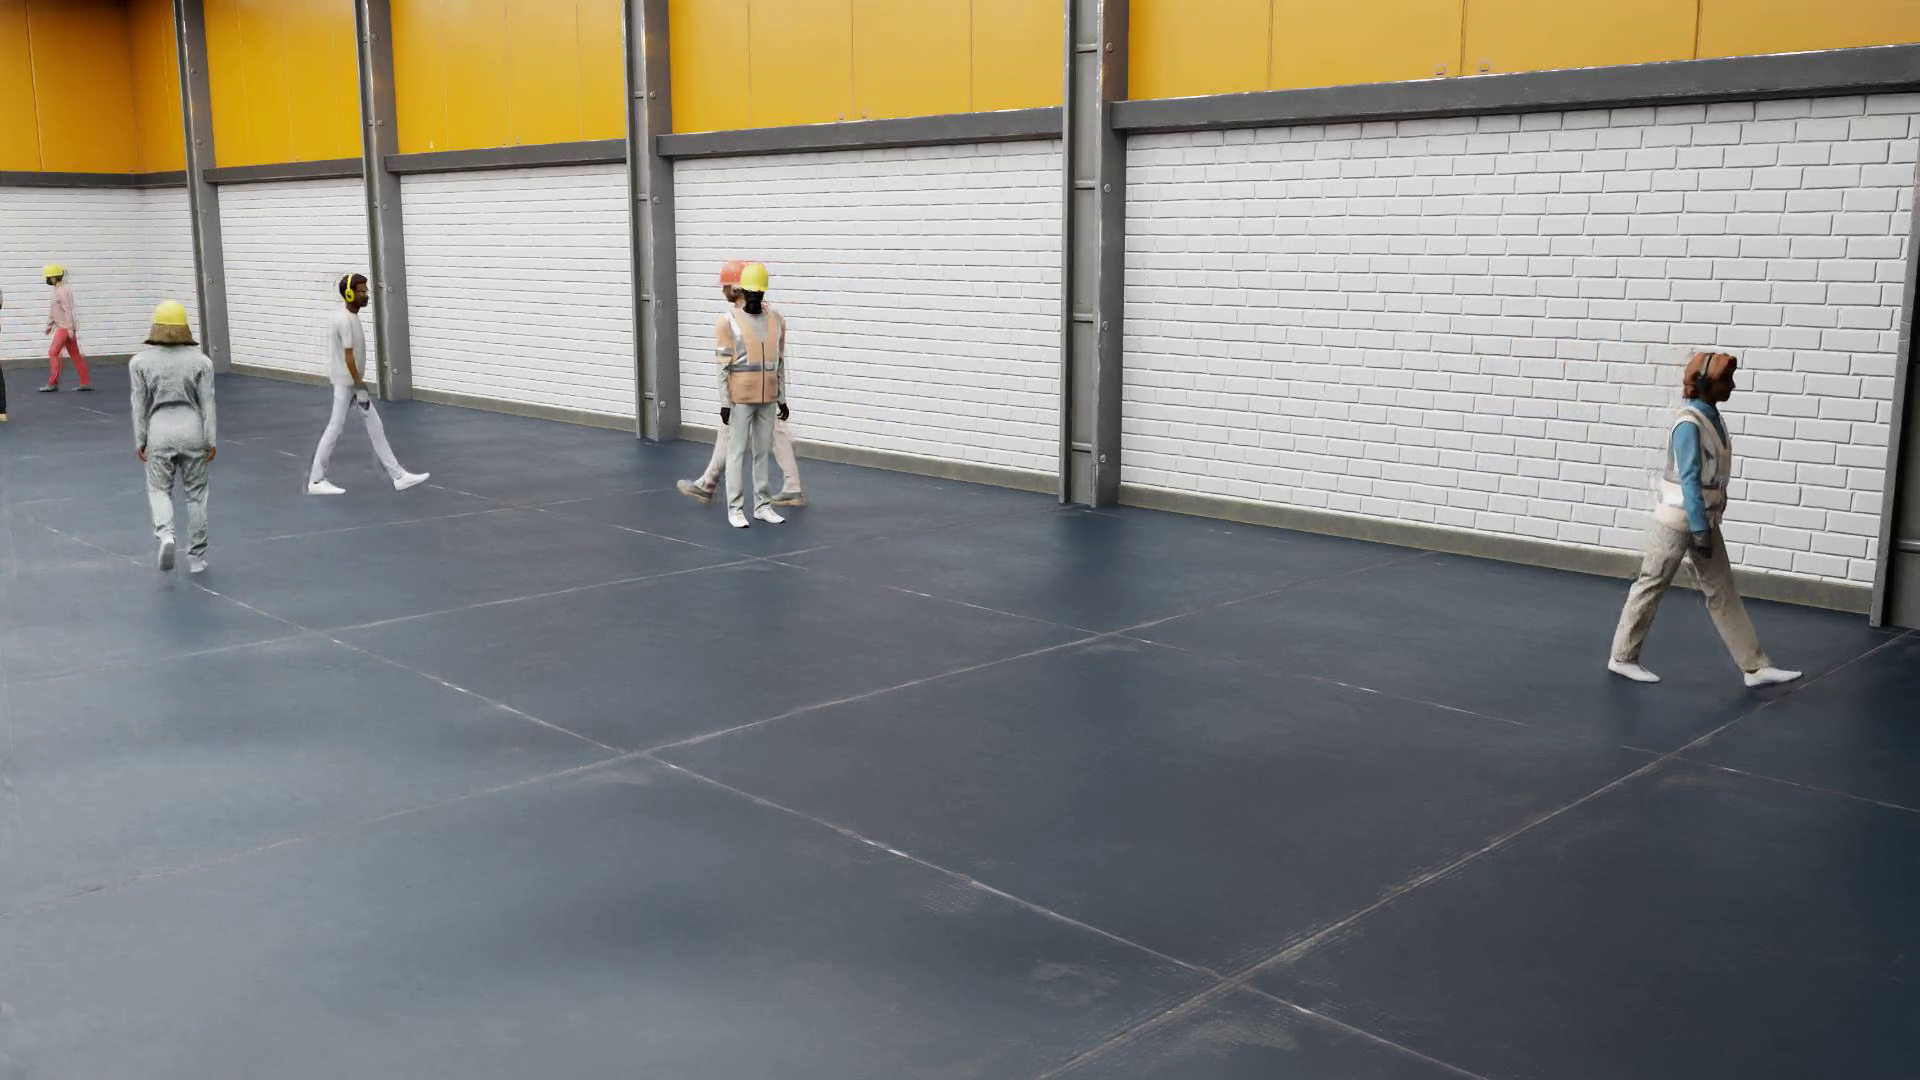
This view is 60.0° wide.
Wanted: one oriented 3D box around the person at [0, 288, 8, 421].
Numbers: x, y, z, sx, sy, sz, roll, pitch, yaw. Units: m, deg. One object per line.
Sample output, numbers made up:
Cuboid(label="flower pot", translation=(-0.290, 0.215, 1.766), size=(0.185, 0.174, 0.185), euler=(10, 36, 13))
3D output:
Cuboid(label="person", translation=(-11.208, -2.331, 18.855), size=(0.536, 2.000, 0.688), euler=(2, 11, 9))

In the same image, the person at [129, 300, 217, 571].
Cuboid(label="person", translation=(-4.903, -0.627, 10.410), size=(0.485, 1.735, 0.514), euler=(-4, 11, -21))

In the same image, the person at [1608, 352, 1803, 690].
Cuboid(label="person", translation=(3.475, -0.071, 7.737), size=(0.875, 1.587, 0.532), euler=(9, 14, 40))

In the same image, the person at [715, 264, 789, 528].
Cuboid(label="person", translation=(-1.506, -1.055, 12.221), size=(0.590, 1.920, 0.386), euler=(-8, 13, -39))

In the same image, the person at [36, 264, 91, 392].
Cuboid(label="person", translation=(-12.266, -2.859, 22.557), size=(0.791, 1.734, 0.538), euler=(-6, 12, -31))

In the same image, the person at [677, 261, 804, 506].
Cuboid(label="person", translation=(-1.712, -1.223, 13.132), size=(1.075, 1.922, 0.657), euler=(4, 11, 19))

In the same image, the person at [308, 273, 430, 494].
Cuboid(label="person", translation=(-4.965, -1.277, 13.723), size=(0.988, 1.812, 0.538), euler=(-1, 10, -7))
